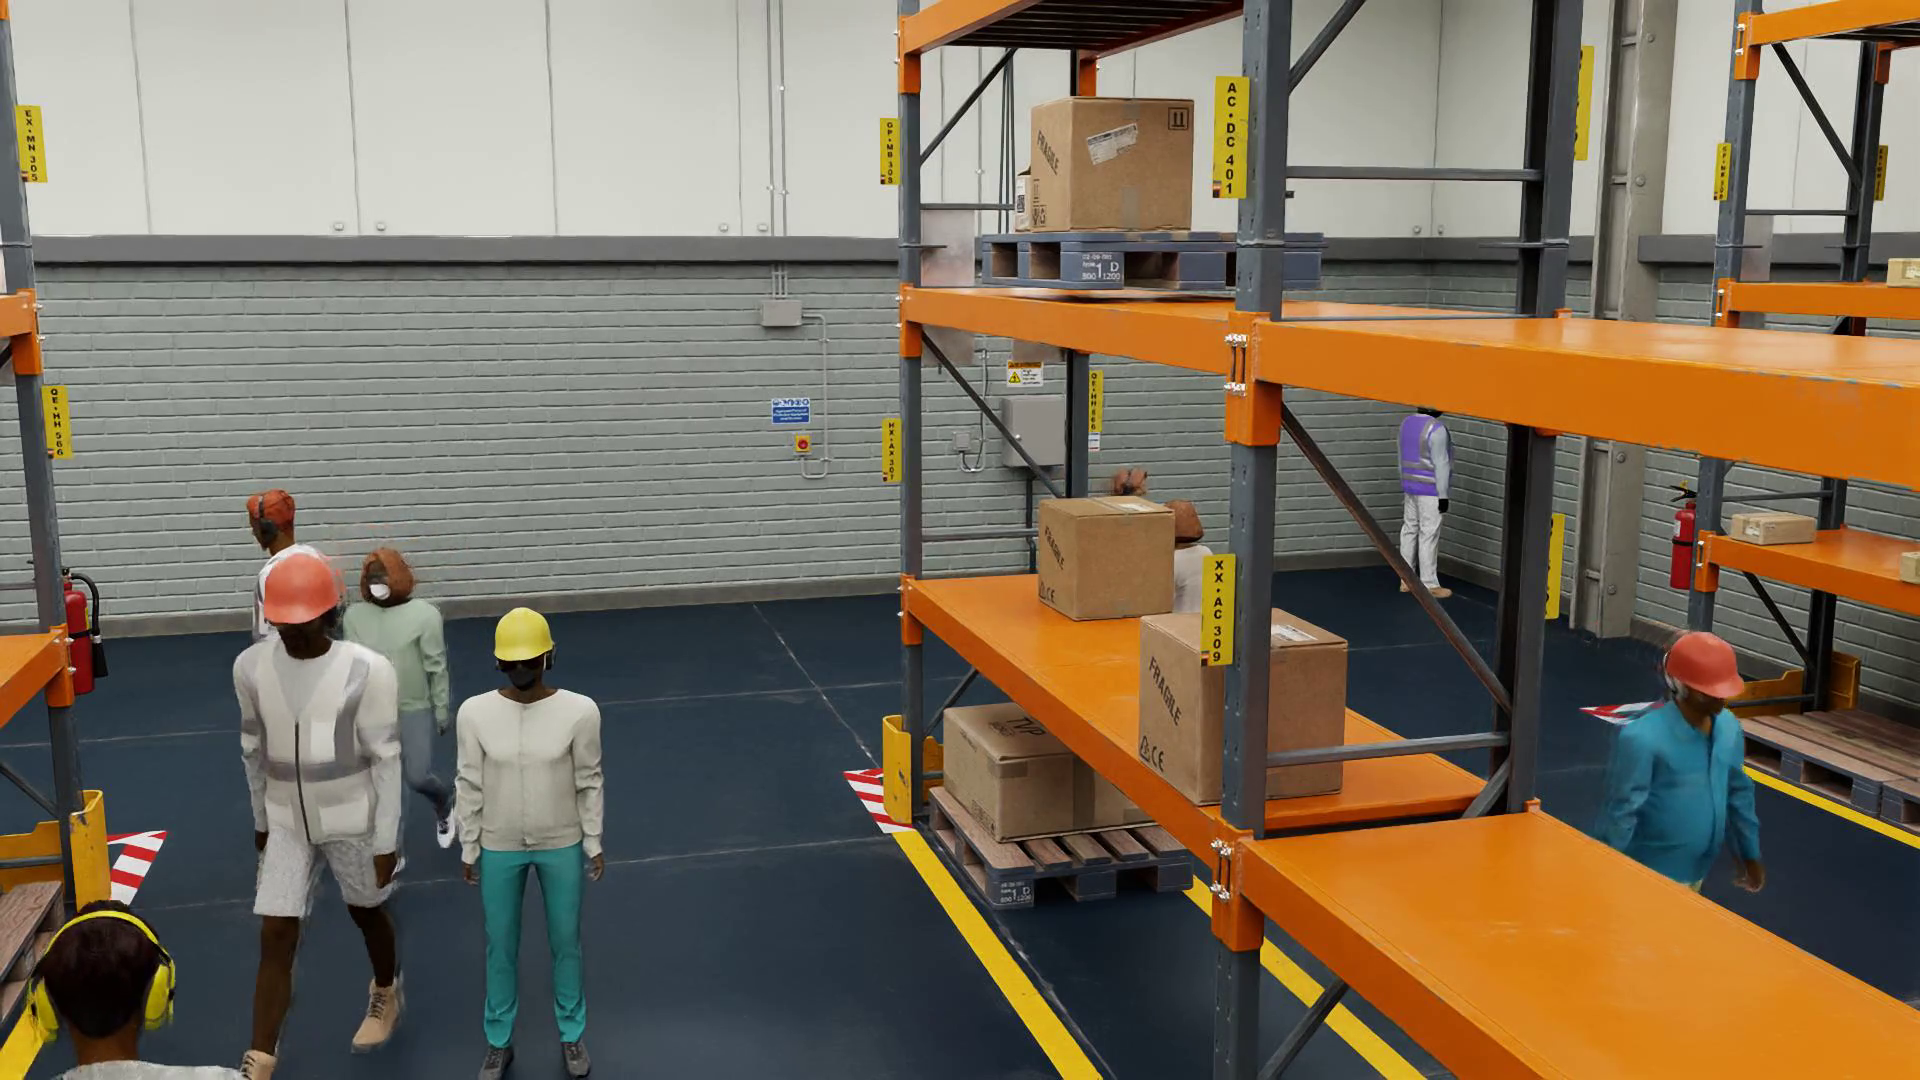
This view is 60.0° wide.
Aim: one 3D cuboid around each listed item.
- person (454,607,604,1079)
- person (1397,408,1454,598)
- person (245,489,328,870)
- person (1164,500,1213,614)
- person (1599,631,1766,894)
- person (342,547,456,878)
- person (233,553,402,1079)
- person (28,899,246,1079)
[{"bbox_3d":[-1.554,1.108,6.037,0.523,1.769,0.320,-2,10,-10],"label":"person"},{"bbox_3d":[4.081,-0.422,14.546,0.429,1.844,0.624,-4,11,-20],"label":"person"},{"bbox_3d":[-3.269,0.681,8.132,0.355,1.887,0.574,0,10,-2],"label":"person"},{"bbox_3d":[1.241,0.584,9.403,0.279,1.634,0.497,9,13,41],"label":"person"},{"bbox_3d":[2.625,1.152,5.915,0.684,1.706,0.765,-6,12,-32],"label":"person"},{"bbox_3d":[-2.722,0.824,8.075,0.512,1.622,0.470,1,10,6],"label":"person"},{"bbox_3d":[-2.310,1.019,5.947,0.635,1.973,1.052,1,10,4],"label":"person"},{"bbox_3d":[-1.600,1.575,3.240,0.554,1.814,0.994,-3,10,-18],"label":"person"}]
